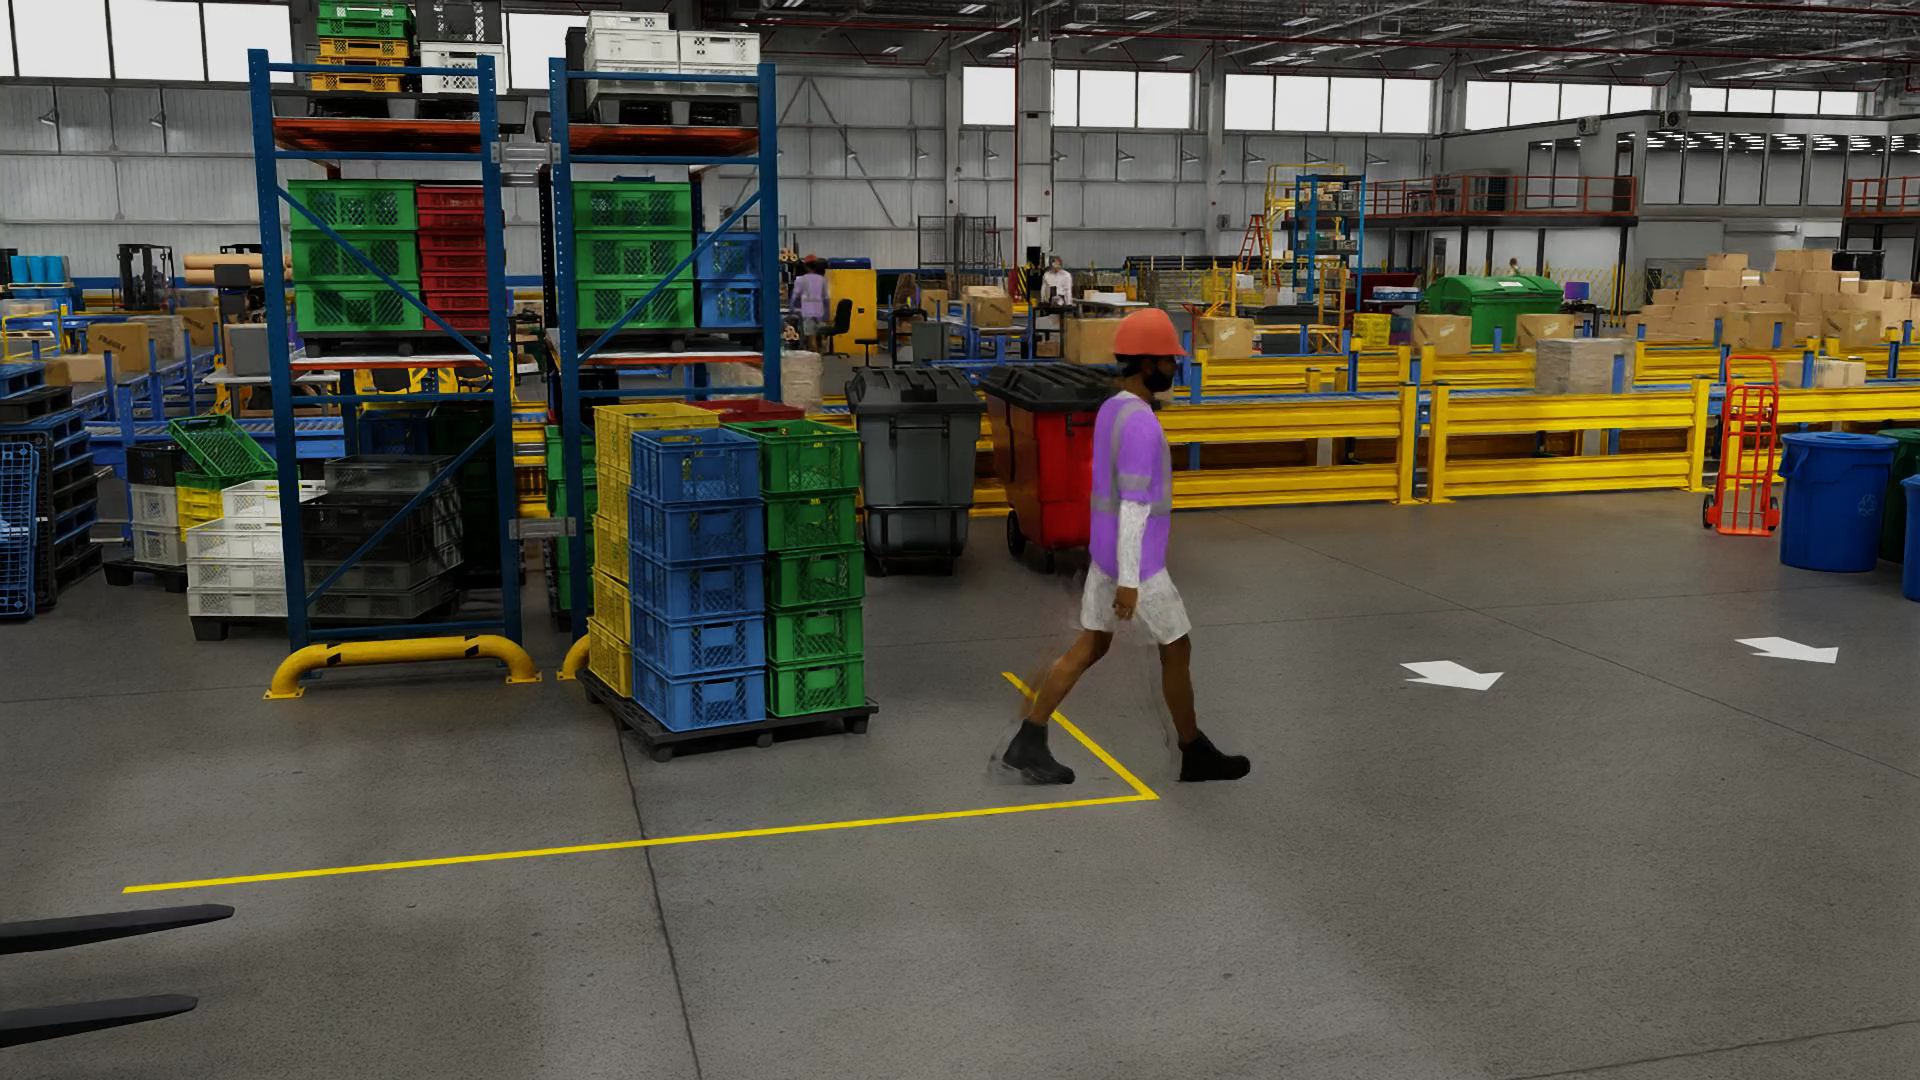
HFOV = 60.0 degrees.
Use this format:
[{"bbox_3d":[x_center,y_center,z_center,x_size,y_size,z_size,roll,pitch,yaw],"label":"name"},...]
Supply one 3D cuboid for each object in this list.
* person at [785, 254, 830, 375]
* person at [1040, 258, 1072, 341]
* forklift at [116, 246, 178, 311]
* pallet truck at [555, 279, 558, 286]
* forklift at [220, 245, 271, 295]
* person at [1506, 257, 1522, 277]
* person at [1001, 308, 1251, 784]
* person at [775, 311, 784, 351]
[{"bbox_3d":[-2.536,-3.760,27.779,0.631,1.982,1.053,-8,13,-37],"label":"person"},{"bbox_3d":[2.045,-5.110,35.711,0.661,1.883,0.475,5,11,26],"label":"person"},{"bbox_3d":[-19.966,-6.232,40.894,1.157,1.987,2.680,-3,10,-15],"label":"forklift"},{"bbox_3d":[-10.604,-6.375,44.520,0.653,1.274,1.630,-3,10,-15],"label":"pallet truck"},{"bbox_3d":[-17.749,-6.334,41.440,1.157,1.987,2.680,-3,10,-17],"label":"forklift"},{"bbox_3d":[16.664,-7.571,49.876,0.524,1.817,0.729,-1,10,-7],"label":"person"},{"bbox_3d":[0.637,0.045,6.501,1.006,1.894,0.554,-2,10,-11],"label":"person"},{"bbox_3d":[-2.151,-1.954,18.096,0.605,1.783,0.903,3,10,15],"label":"person"}]
